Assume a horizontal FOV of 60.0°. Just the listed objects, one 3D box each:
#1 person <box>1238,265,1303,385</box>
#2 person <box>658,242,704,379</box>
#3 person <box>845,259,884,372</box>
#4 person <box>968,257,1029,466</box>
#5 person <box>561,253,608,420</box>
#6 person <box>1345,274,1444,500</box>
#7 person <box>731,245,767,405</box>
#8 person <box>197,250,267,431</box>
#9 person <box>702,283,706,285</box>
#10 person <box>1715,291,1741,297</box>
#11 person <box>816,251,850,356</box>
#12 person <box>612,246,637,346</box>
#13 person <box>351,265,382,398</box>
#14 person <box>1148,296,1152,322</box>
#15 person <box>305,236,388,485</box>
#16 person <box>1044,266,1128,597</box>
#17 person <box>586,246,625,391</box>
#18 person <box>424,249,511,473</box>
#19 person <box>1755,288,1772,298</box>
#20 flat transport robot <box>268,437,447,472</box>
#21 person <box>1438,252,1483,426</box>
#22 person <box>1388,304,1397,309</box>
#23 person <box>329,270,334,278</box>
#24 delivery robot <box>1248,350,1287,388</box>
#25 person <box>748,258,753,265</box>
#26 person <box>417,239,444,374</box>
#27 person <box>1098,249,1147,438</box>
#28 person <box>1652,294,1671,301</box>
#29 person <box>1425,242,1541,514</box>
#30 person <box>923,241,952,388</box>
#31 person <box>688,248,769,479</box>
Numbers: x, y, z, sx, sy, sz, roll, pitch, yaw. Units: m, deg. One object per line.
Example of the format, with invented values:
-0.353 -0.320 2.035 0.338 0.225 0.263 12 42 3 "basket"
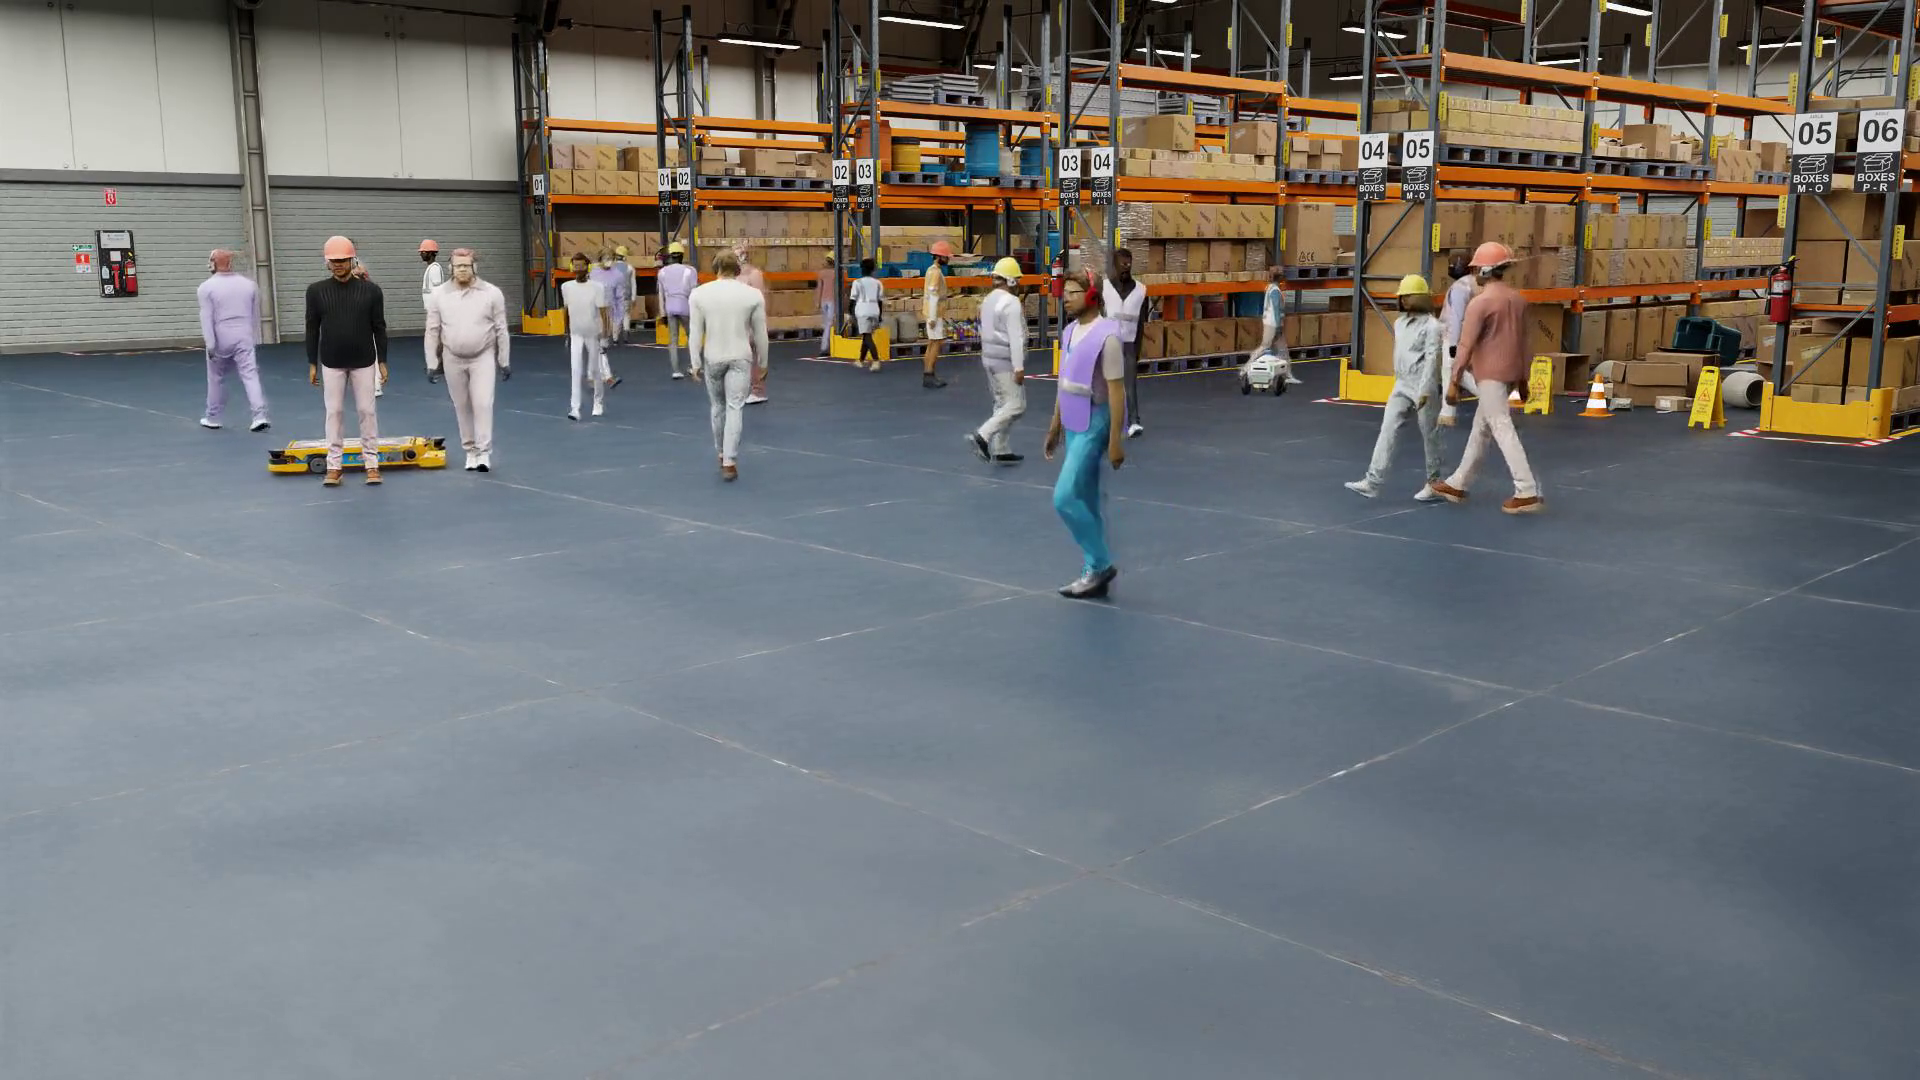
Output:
4.184 -2.896 22.392 0.829 1.604 0.518 2 11 12 "person"
-3.926 -3.242 23.503 0.603 1.889 0.833 2 11 10 "person"
-1.376 -3.326 24.623 0.535 1.653 0.867 -9 13 -39 "person"
0.332 -1.535 14.412 0.526 1.812 0.609 -4 11 -23 "person"
-4.111 -2.241 18.280 0.539 1.814 0.997 0 10 2 "person"
3.337 -1.126 12.469 0.878 1.694 0.511 -6 12 -28 "person"
-2.653 -2.527 19.636 0.802 1.874 0.665 -7 13 -35 "person"
-7.532 -2.057 17.174 1.011 1.858 0.642 9 14 42 "person"
-4.882 -4.863 32.425 0.531 1.865 0.310 10 14 43 "person"
14.574 -4.724 31.537 0.594 1.921 0.630 -8 13 -36 "person"
-2.116 -3.990 28.044 0.540 1.728 0.869 8 13 37 "person"
-6.208 -4.441 30.279 0.632 1.809 0.423 -2 11 -12 "person"
-7.397 -2.592 20.682 0.315 1.632 0.509 -9 14 -40 "person"
4.132 -5.805 37.395 0.585 1.927 0.366 10 14 43 "person"
-4.938 -1.441 13.412 0.623 1.992 0.396 -3 11 -15 "person"
0.682 -0.584 9.192 0.460 1.824 0.572 -3 11 -15 "person"
-4.637 -2.867 21.561 0.704 1.857 1.031 -9 14 -41 "person"
-4.158 -1.489 13.984 0.677 1.870 0.915 -1 10 -7 "person"
17.469 -5.620 36.078 0.607 2.040 0.378 -1 10 -3 "person"
-5.231 -0.756 14.495 1.431 0.197 0.652 -3 11 -16 "flat transport robot"
5.331 -2.124 17.595 0.579 1.828 0.641 7 13 35 "person"
6.089 -3.114 22.946 0.345 1.844 0.507 -3 11 -14 "person"
-11.357 -4.546 30.548 0.627 1.908 1.020 6 12 31 "person"
3.924 -2.178 21.222 0.477 0.478 0.707 5 11 25 "delivery robot"
-3.983 -4.371 30.505 0.827 1.596 0.498 -10 14 -43 "person"
-7.716 -3.418 24.343 0.360 1.939 0.543 -4 11 -20 "person"
1.599 -1.965 16.632 0.587 1.863 1.020 -2 11 -10 "person"
15.585 -5.666 36.688 0.815 1.907 0.555 5 11 24 "person"
3.889 -1.188 12.163 0.639 1.946 1.012 -9 14 -40 "person"
-0.295 -3.008 22.142 0.387 1.931 0.566 -1 10 -5 "person"
-1.937 -1.499 14.017 0.647 1.879 1.035 0 10 -2 "person"
